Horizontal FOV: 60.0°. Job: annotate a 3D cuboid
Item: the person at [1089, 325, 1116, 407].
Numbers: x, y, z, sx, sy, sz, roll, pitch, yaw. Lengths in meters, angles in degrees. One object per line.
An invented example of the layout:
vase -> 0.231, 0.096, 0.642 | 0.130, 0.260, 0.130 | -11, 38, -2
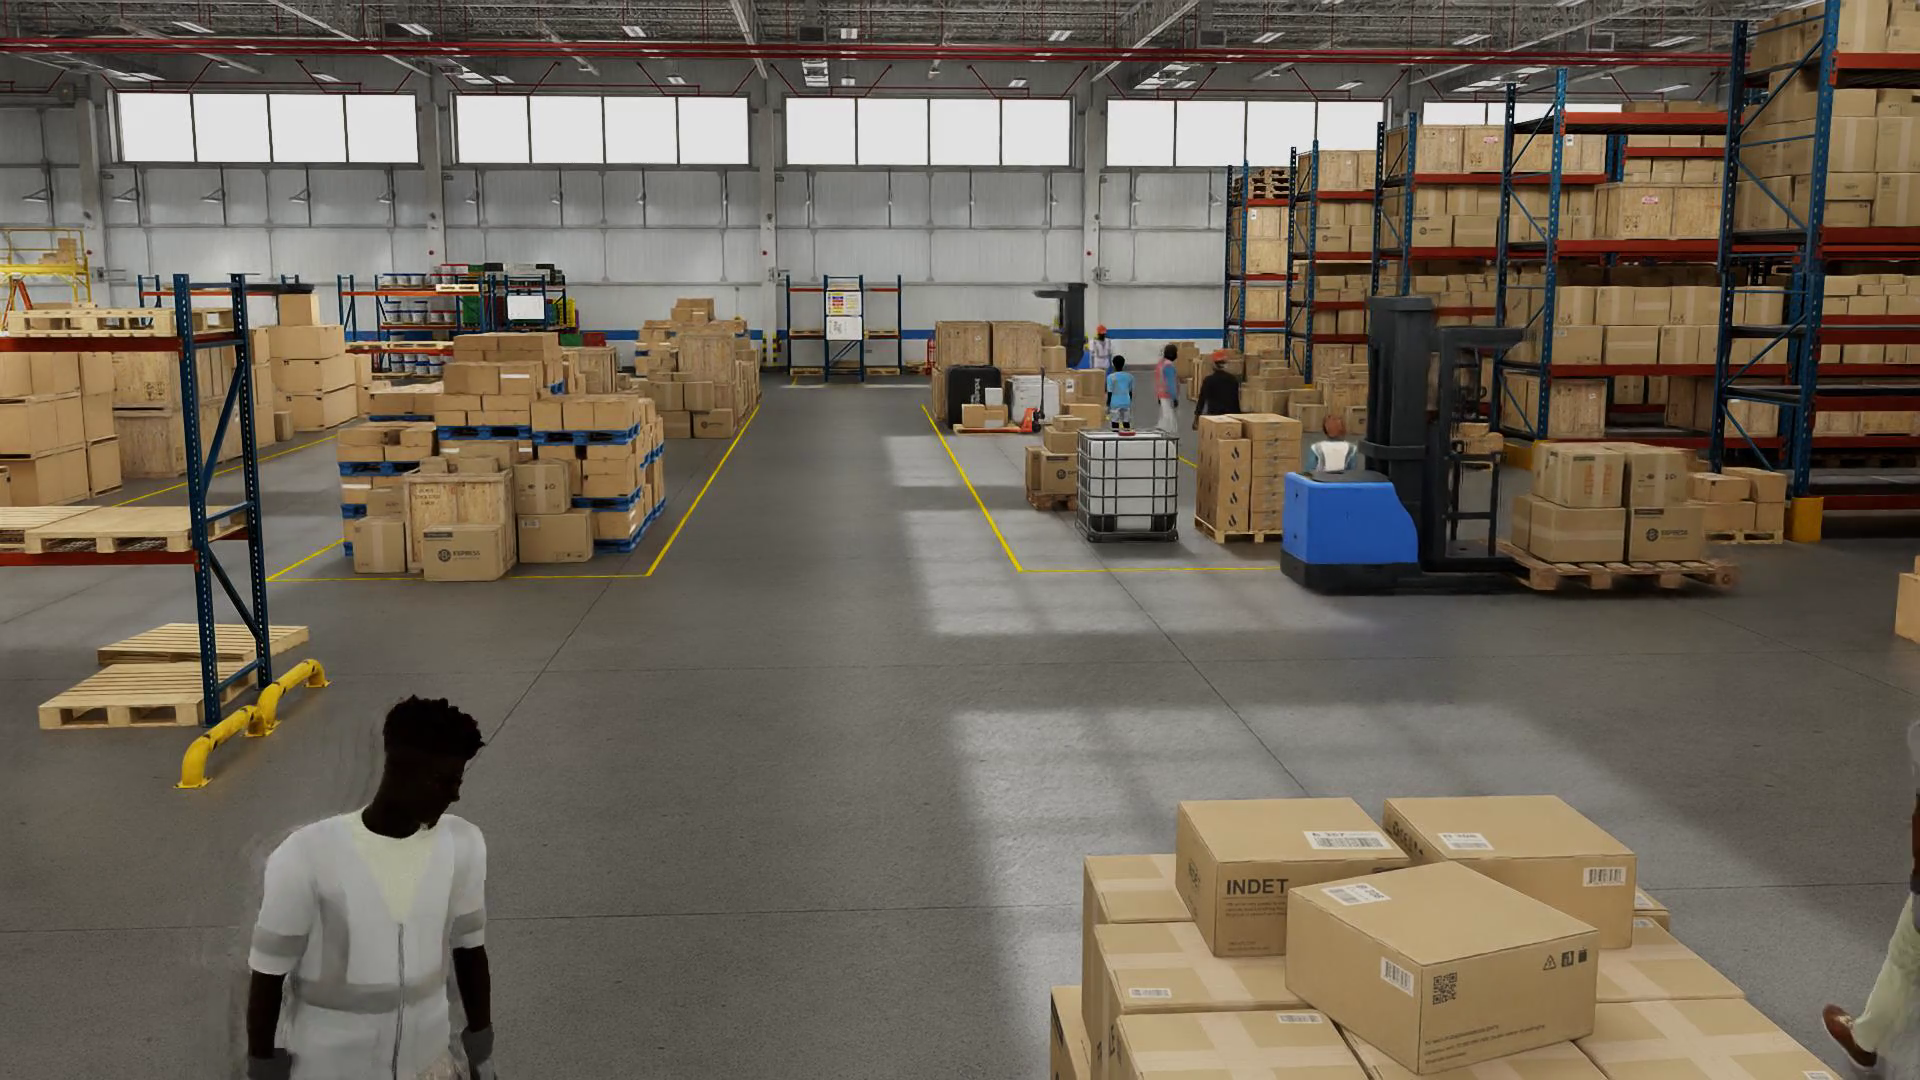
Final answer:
person -> 3.278, -4.025, 38.482 | 0.557, 1.882, 1.033 | -3, 10, -20

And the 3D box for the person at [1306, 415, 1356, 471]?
person -> 3.753, -0.450, 16.796 | 0.527, 1.625, 0.562 | -1, 9, -4

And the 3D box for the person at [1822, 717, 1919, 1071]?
person -> 3.558, 1.174, 5.965 | 0.522, 1.821, 0.951 | 0, 9, -1

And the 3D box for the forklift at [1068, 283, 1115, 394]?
forklift -> 2.967, -5.143, 42.324 | 1.873, 2.768, 1.129 | -1, 9, -4

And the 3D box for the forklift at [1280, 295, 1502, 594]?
forklift -> 4.155, -0.952, 16.008 | 1.873, 2.768, 1.129 | -1, 9, -4

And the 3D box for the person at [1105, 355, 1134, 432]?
person -> 2.660, -2.236, 27.762 | 0.536, 1.699, 0.322 | -5, 10, -29

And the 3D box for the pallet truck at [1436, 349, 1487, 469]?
pallet truck -> 8.004, -2.170, 26.422 | 0.823, 1.965, 1.885 | 2, 9, 14

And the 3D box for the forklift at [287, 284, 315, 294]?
forklift -> -15.152, -4.524, 38.438 | 1.873, 2.768, 1.129 | -1, 9, -4

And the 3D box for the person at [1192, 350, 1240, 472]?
person -> 3.688, -1.757, 23.986 | 0.628, 1.939, 1.014 | -5, 10, -28

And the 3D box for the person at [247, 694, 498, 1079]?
person -> -1.577, 1.375, 4.416 | 0.725, 1.927, 0.369 | -8, 12, -41

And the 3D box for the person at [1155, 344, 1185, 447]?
person -> 3.728, -2.490, 28.974 | 0.689, 1.819, 0.662 | -1, 9, -4
